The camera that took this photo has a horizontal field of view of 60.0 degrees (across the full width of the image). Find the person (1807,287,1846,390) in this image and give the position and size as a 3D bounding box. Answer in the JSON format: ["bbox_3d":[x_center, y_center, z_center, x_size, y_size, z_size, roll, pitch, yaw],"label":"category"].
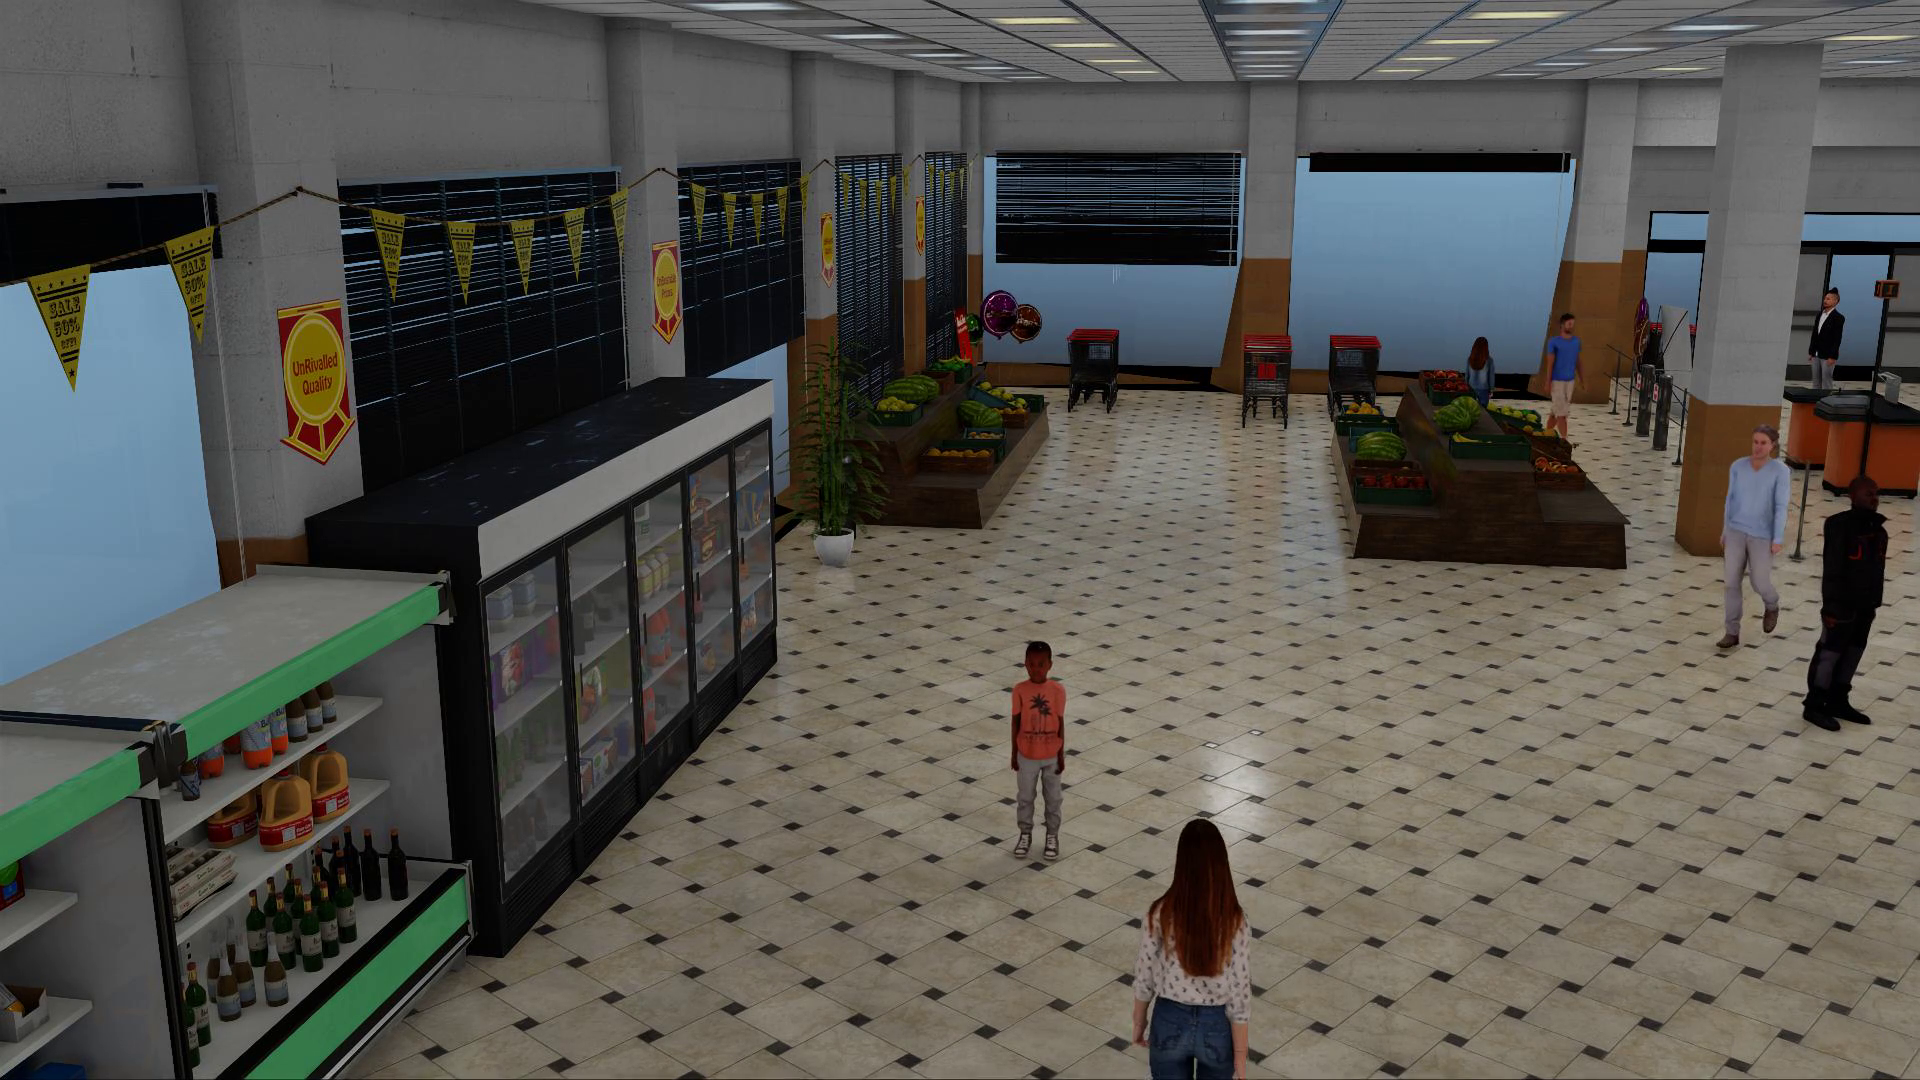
[{"bbox_3d":[13.091,-2.844,25.151,0.848,1.943,0.694,-3,14,-13],"label":"person"}]

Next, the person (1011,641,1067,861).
[{"bbox_3d":[0.467,1.218,9.750,0.477,1.310,0.477,2,14,7],"label":"person"}]

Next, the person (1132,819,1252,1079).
[{"bbox_3d":[0.858,1.900,6.144,0.584,1.684,1.115,2,14,10],"label":"person"}]

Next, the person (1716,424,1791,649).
[{"bbox_3d":[6.565,-0.034,13.718,1.104,1.872,0.999,-12,18,-41],"label":"person"}]

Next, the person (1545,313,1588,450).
[{"bbox_3d":[8.060,-2.119,22.418,1.009,1.822,1.268,-4,14,-17],"label":"person"}]

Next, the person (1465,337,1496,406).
[{"bbox_3d":[7.136,-2.059,22.914,0.615,1.474,0.592,8,16,29],"label":"person"}]

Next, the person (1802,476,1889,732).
[{"bbox_3d":[6.367,0.422,11.937,0.794,1.825,0.824,-7,15,-27],"label":"person"}]
